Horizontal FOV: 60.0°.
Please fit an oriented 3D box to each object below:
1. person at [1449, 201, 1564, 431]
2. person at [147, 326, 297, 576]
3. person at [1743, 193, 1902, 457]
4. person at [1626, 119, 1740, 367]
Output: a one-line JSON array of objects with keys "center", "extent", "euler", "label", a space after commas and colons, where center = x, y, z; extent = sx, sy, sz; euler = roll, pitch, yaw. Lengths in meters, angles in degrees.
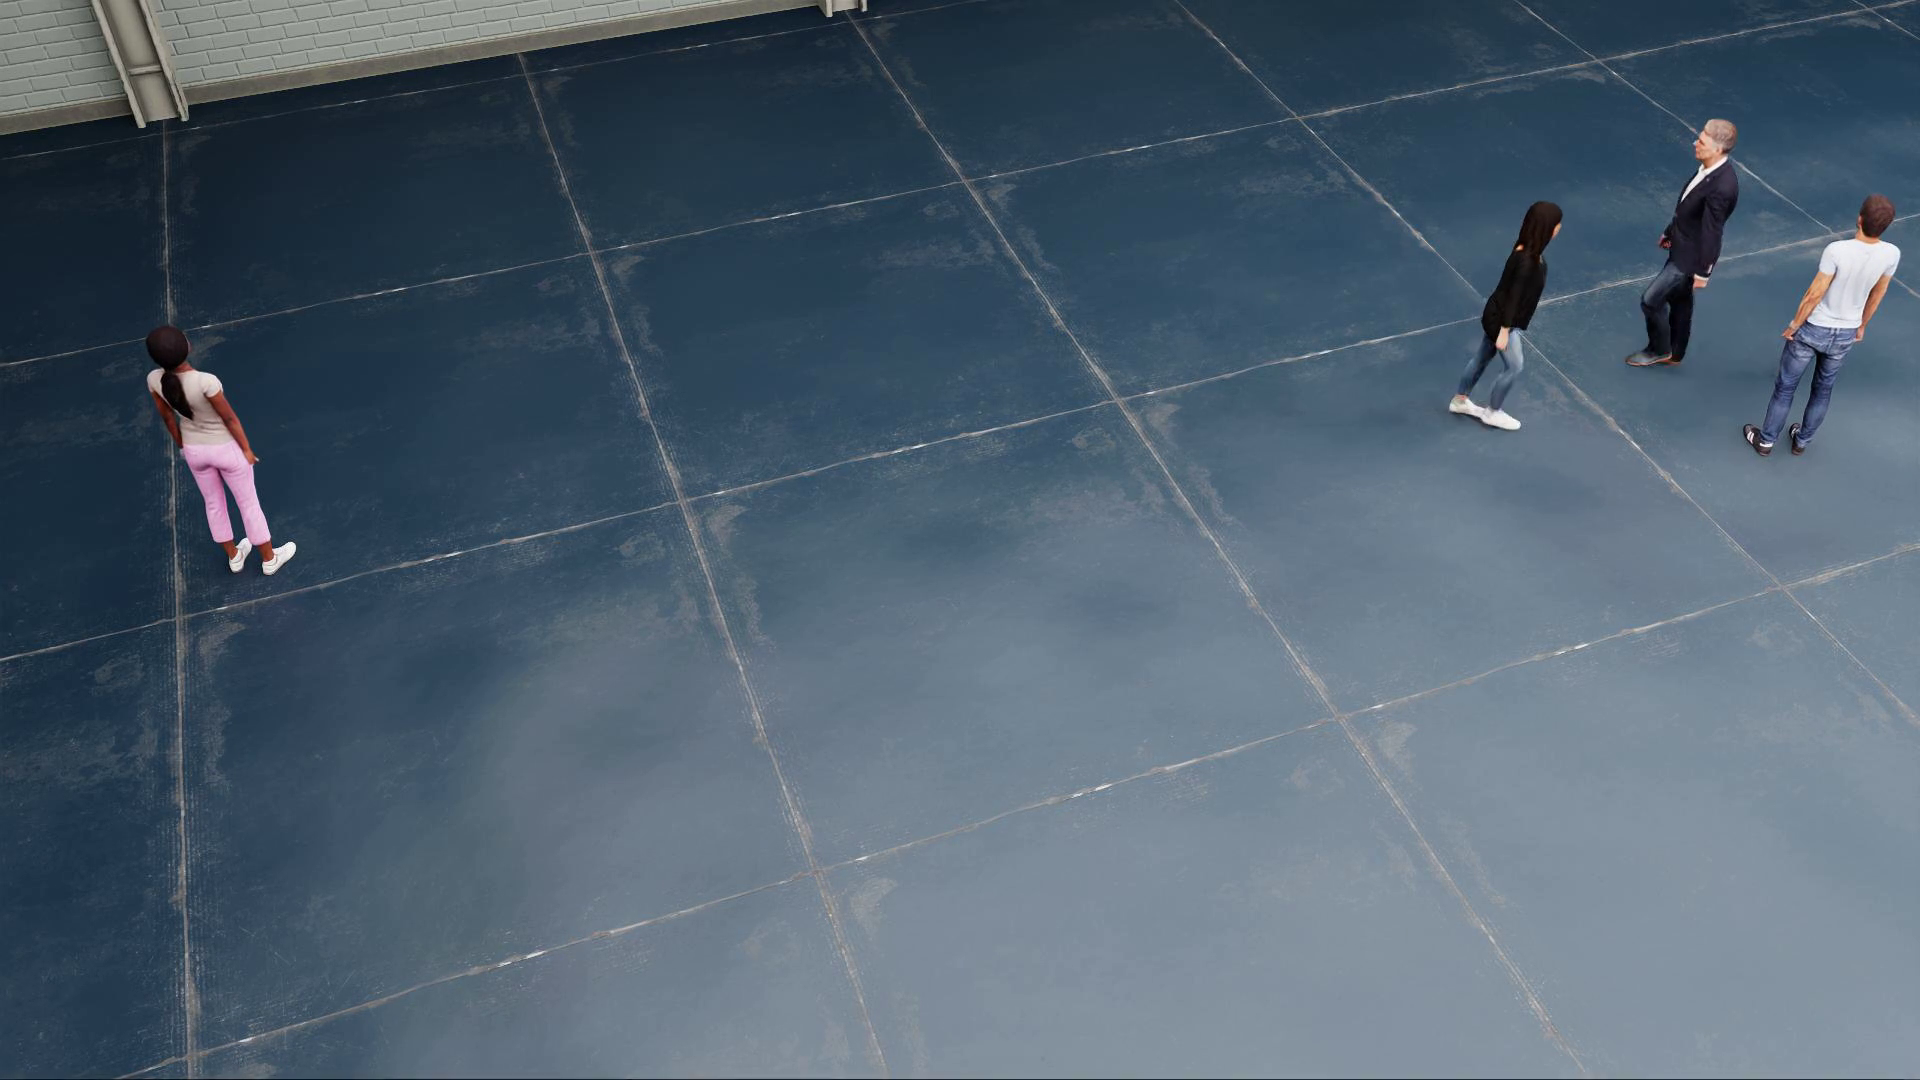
[{"center": [3.390, -1.425, 10.543], "extent": [0.854, 1.634, 0.794], "euler": [10, 44, 10], "label": "person"}, {"center": [-4.256, -0.506, 9.480], "extent": [0.594, 1.742, 0.716], "euler": [5, 43, 5], "label": "person"}, {"center": [5.345, -1.301, 10.240], "extent": [0.612, 1.867, 0.752], "euler": [1, 43, 2], "label": "person"}, {"center": [4.900, -1.899, 10.930], "extent": [0.877, 1.799, 0.855], "euler": [11, 44, 11], "label": "person"}]
